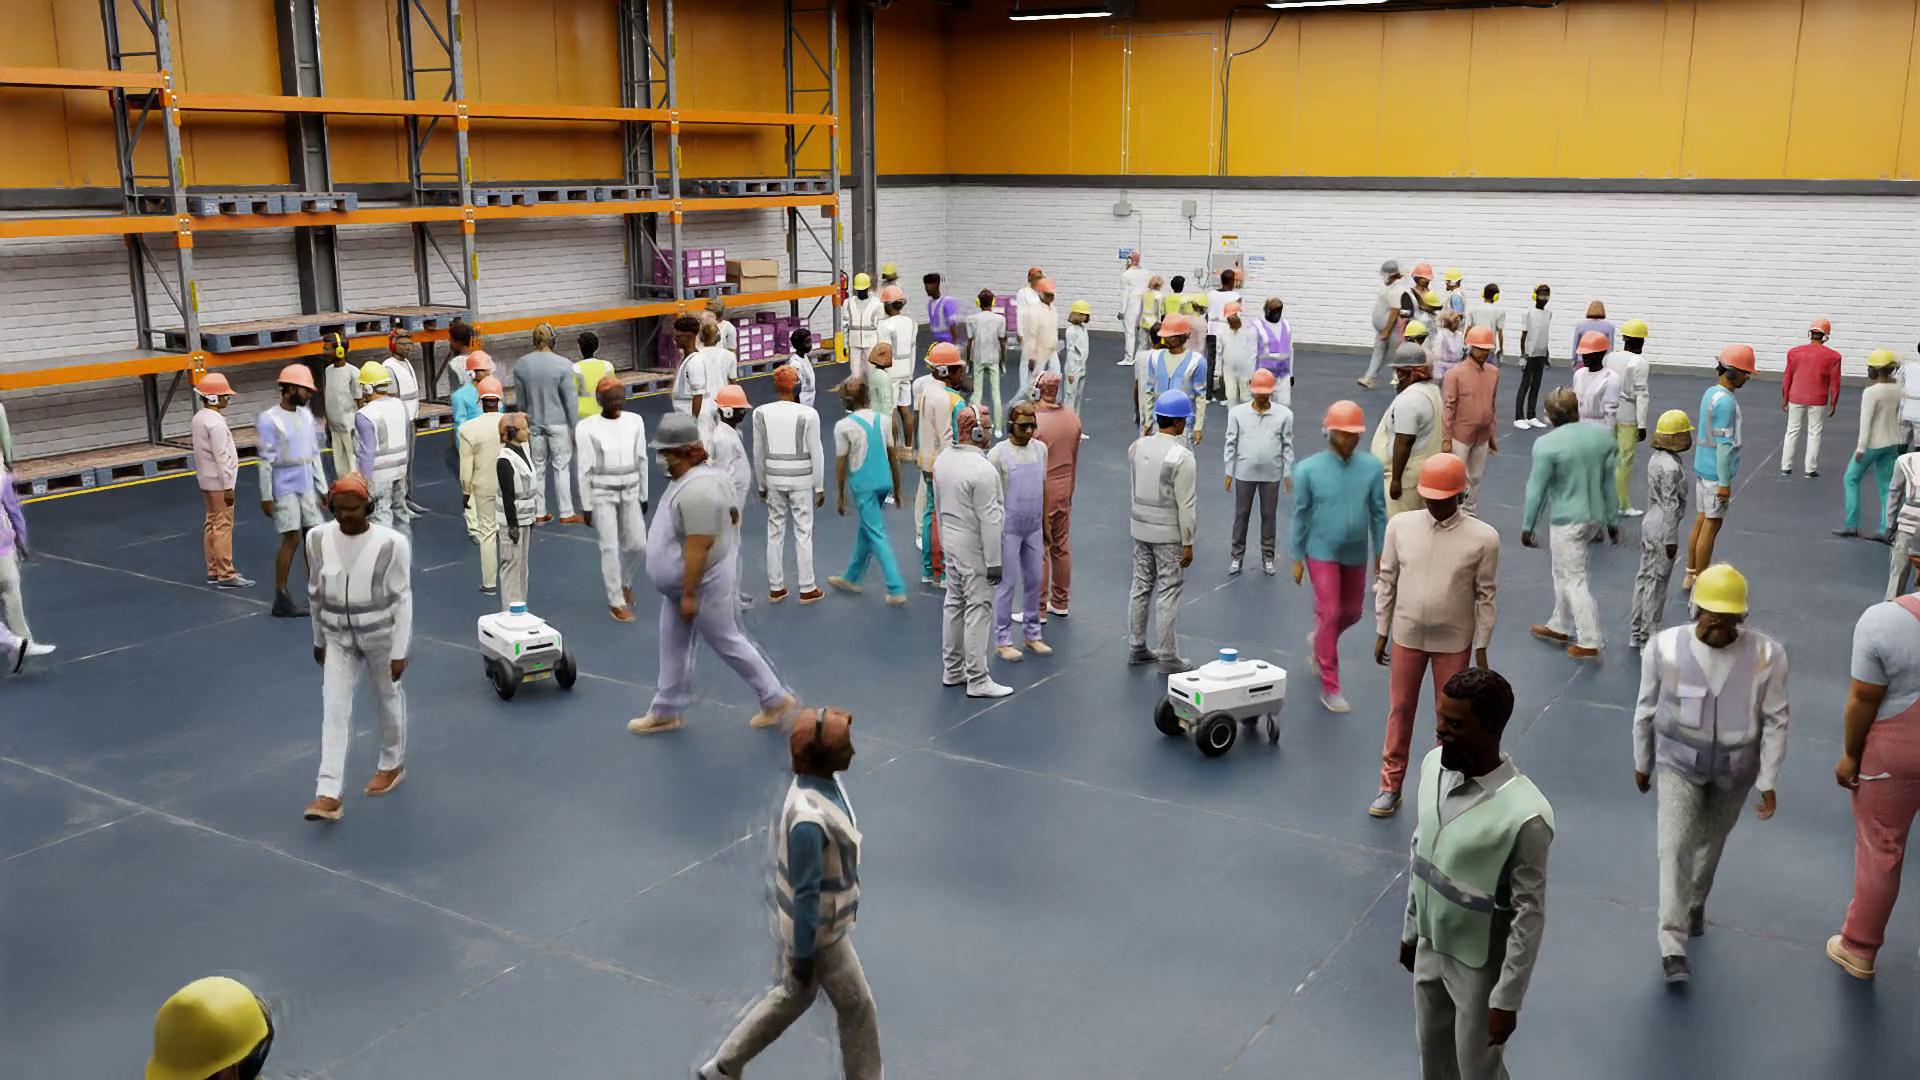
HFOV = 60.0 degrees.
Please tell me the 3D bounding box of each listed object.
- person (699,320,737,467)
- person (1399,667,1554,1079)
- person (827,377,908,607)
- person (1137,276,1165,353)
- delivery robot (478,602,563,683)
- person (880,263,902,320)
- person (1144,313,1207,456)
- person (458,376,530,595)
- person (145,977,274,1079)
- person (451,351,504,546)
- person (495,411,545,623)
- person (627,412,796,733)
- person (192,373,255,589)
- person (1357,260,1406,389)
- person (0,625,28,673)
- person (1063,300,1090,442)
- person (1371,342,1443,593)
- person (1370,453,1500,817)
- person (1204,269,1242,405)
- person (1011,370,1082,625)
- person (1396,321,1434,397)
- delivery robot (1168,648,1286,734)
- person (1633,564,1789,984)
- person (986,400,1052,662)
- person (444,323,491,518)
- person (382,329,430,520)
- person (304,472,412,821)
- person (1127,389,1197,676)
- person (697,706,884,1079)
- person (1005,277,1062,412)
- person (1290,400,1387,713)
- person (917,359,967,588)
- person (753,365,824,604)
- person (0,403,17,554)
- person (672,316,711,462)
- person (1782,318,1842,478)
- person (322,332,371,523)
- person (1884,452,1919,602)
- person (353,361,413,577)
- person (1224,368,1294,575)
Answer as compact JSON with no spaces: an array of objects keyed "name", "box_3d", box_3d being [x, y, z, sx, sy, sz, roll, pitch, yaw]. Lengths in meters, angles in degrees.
[{"name":"person","box_3d":[-2.514,-1.311,16.929,0.518,1.839,0.329,-4,14,-18]},{"name":"person","box_3d":[1.623,1.326,5.323,0.393,1.919,0.589,-5,14,-19]},{"name":"person","box_3d":[-0.708,-0.381,13.053,0.940,1.784,0.528,13,18,43]},{"name":"person","box_3d":[3.059,-3.378,26.387,0.690,1.600,0.612,-11,17,-41]},{"name":"delivery robot","box_3d":[-2.922,0.653,11.022,0.477,0.478,0.707,-9,16,-35]},{"name":"person","box_3d":[-1.192,-3.789,27.947,0.494,1.712,0.648,10,16,36]},{"name":"person","box_3d":[2.005,-1.112,15.639,0.605,2.038,0.382,7,15,29]},{"name":"person","box_3d":[-3.716,-0.435,13.319,0.563,1.752,0.327,-6,14,-24]},{"name":"person","box_3d":[-1.589,1.782,3.720,0.527,1.754,0.359,2,13,10]},{"name":"person","box_3d":[-4.313,-0.838,15.062,0.323,1.755,0.563,8,15,31]},{"name":"person","box_3d":[-3.257,-0.129,12.239,0.313,1.643,0.513,0,13,-1]},{"name":"person","box_3d":[-1.508,0.175,10.047,0.990,2.000,0.700,-4,14,-17]},{"name":"person","box_3d":[-6.017,-0.487,13.548,0.342,1.749,0.573,-11,17,-38]},{"name":"person","box_3d":[6.431,-3.243,24.872,0.866,2.000,0.722,-2,13,-10]},{"name":"person","box_3d":[-6.675,0.037,11.040,0.817,1.866,0.664,0,13,0]},{"name":"person","box_3d":[1.452,-2.079,20.483,0.318,1.740,0.488,6,14,25]},{"name":"person","box_3d":[3.552,-0.575,13.300,0.535,2.000,0.696,9,16,33]},{"name":"person","box_3d":[2.463,0.516,8.692,0.608,1.984,0.397,6,14,25]},{"name":"person","box_3d":[3.707,-2.870,23.569,0.595,1.906,0.423,12,17,42]},{"name":"person","box_3d":[0.618,-0.319,12.483,0.410,1.909,0.642,11,17,40]},{"name":"person","box_3d":[4.828,-1.457,17.752,0.518,1.757,0.339,-10,16,-37]},{"name":"delivery robot","box_3d":[1.604,0.894,9.979,0.707,0.478,0.477,-7,15,-28]},{"name":"person","box_3d":[3.219,0.972,7.168,0.589,1.780,0.970,4,14,17]},{"name":"person","box_3d":[0.408,-0.066,11.552,0.518,1.836,0.346,-9,16,-35]},{"name":"person","box_3d":[-4.742,-1.141,16.066,0.454,1.900,0.598,5,14,22]},{"name":"person","box_3d":[-5.418,-1.123,16.114,0.373,1.839,0.570,-1,13,-4]},{"name":"person","box_3d":[-3.200,0.566,8.784,0.595,1.839,0.971,0,13,1]},{"name":"person","box_3d":[1.379,-0.051,11.254,0.414,1.941,0.607,-9,16,-35]},{"name":"person","box_3d":[-0.562,1.349,5.895,0.781,1.609,0.512,-1,13,-3]},{"name":"person","box_3d":[1.012,-2.396,21.361,0.895,1.966,0.623,11,17,40]},{"name":"person","box_3d":[2.412,0.056,10.725,0.626,1.973,0.825,-3,13,-12]},{"name":"person","box_3d":[-0.138,-0.569,13.549,0.375,1.915,0.592,-9,16,-34]},{"name":"person","box_3d":[-1.328,-0.430,13.019,0.575,1.883,0.355,4,13,16]},{"name":"person","box_3d":[-8.543,-0.652,14.504,0.521,1.645,0.306,-10,16,-36]},{"name":"person","box_3d":[-2.604,-1.192,16.139,0.368,1.966,0.603,-3,13,-13]},{"name":"person","box_3d":[9.308,-1.553,18.203,0.574,1.740,0.348,9,16,35]},{"name":"person","box_3d":[-5.779,-1.011,15.573,0.513,1.869,0.328,8,15,31]},{"name":"person","box_3d":[6.925,-0.059,11.938,0.518,1.639,0.312,6,14,25]},{"name":"person","box_3d":[-4.743,-0.549,13.641,0.404,1.833,0.590,4,13,16]},{"name":"person","box_3d":[2.493,-0.569,13.905,0.575,1.747,0.340,2,13,8]}]
